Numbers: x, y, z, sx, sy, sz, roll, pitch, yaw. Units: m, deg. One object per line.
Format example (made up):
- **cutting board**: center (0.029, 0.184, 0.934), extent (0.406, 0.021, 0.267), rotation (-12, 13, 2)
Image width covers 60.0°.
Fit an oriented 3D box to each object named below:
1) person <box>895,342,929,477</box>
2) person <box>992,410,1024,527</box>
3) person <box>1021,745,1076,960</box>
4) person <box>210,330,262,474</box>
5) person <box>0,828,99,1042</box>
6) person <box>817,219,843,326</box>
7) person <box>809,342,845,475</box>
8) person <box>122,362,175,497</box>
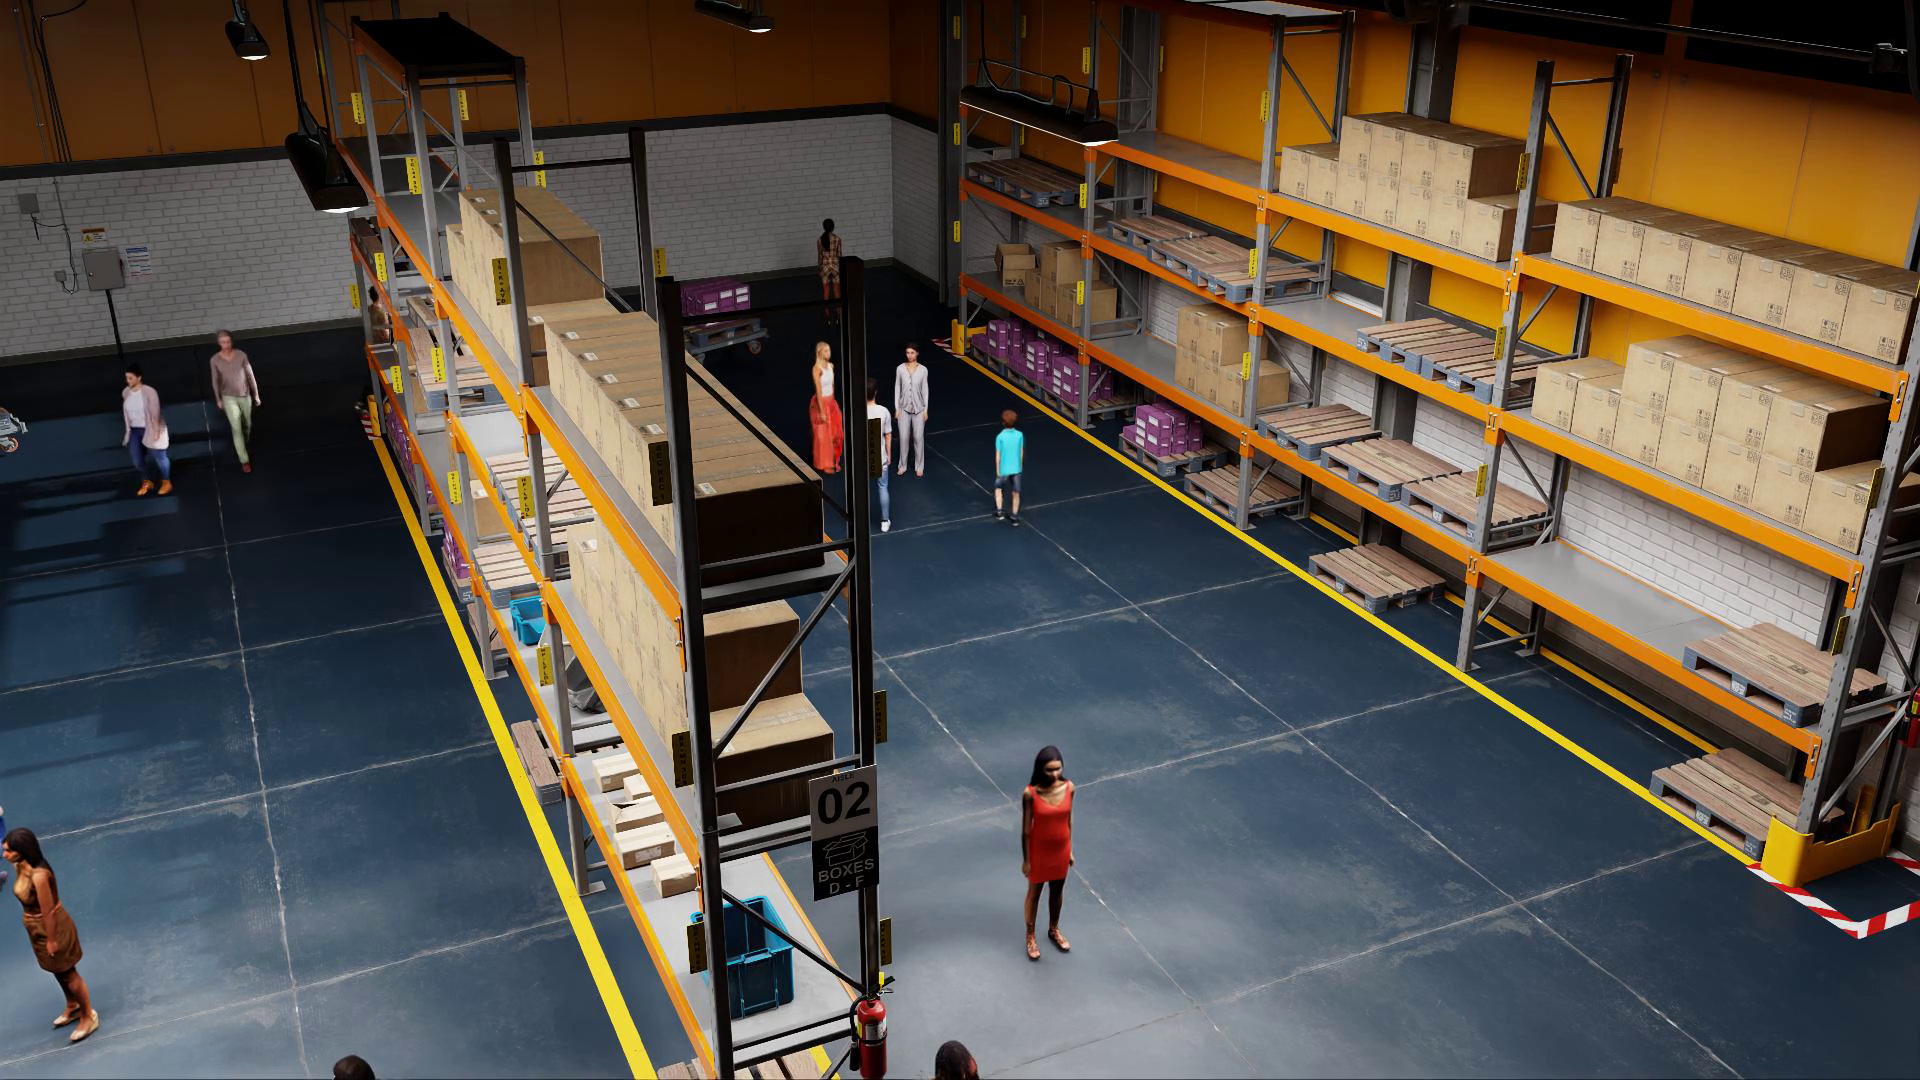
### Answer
- **person**: center (-0.629, -1.709, 21.596), extent (0.675, 1.774, 0.688), rotation (2, 24, 4)
- **person**: center (0.625, -0.852, 20.059), extent (0.574, 1.435, 0.657), rotation (-6, 24, -13)
- **person**: center (0.655, 2.316, 12.457), extent (0.584, 1.719, 0.523), rotation (-10, 25, -21)
- **person**: center (-9.530, -1.878, 21.885), extent (0.792, 1.853, 1.267), rotation (-15, 28, -30)
- **person**: center (-6.325, 2.722, 11.572), extent (0.591, 1.684, 0.700), rotation (17, 29, 34)
- **person**: center (-2.175, -4.516, 27.995), extent (0.663, 1.792, 0.668), rotation (-1, 24, -2)
- **person**: center (-1.834, -1.707, 21.569), extent (0.899, 1.792, 0.822), rotation (15, 28, 30)
- **person**: center (-10.199, -1.418, 20.984), extent (0.843, 1.730, 0.886), rotation (4, 24, 10)
